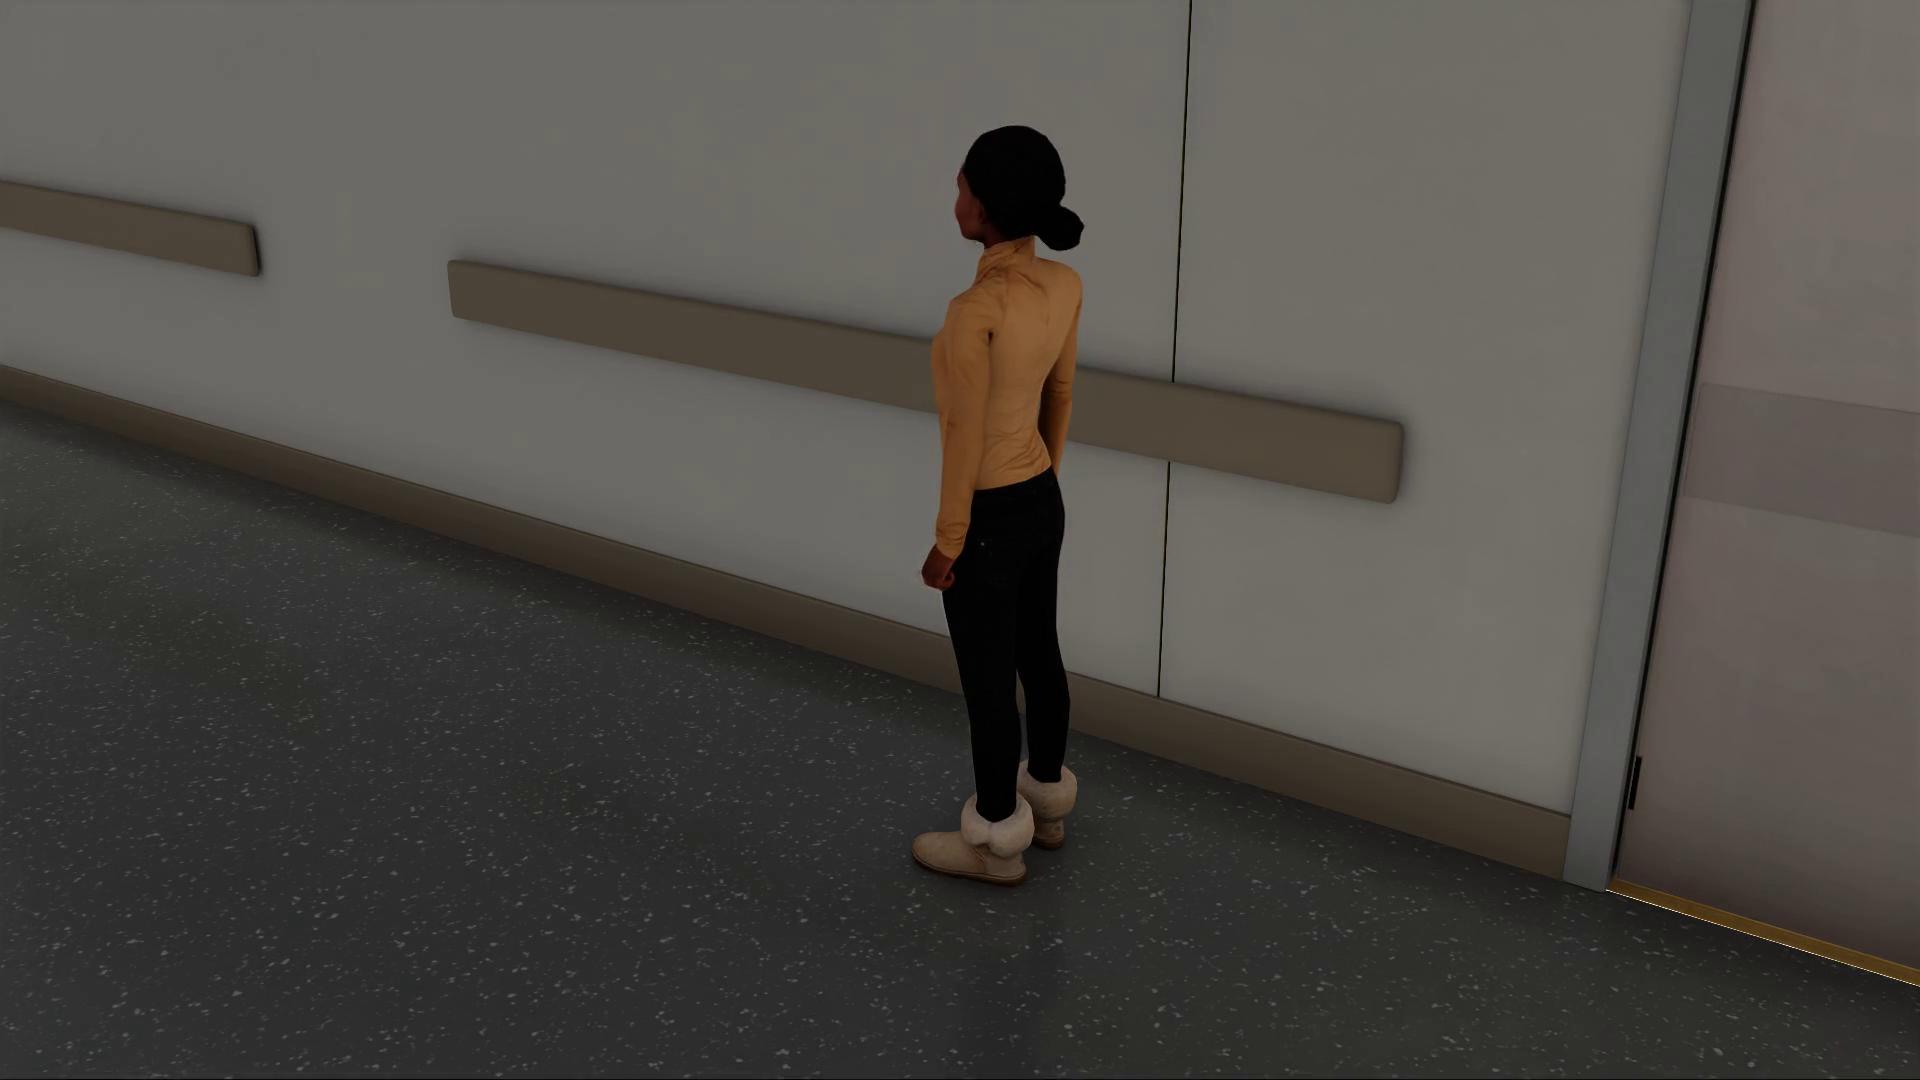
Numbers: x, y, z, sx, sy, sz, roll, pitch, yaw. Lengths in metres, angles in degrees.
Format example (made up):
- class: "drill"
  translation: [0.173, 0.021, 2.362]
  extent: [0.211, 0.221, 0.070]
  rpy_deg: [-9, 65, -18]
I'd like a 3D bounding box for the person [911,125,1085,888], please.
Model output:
- class: "person"
  translation: [0.100, -0.052, 3.572]
  extent: [0.639, 1.659, 0.498]
  rpy_deg: [15, 25, 34]
